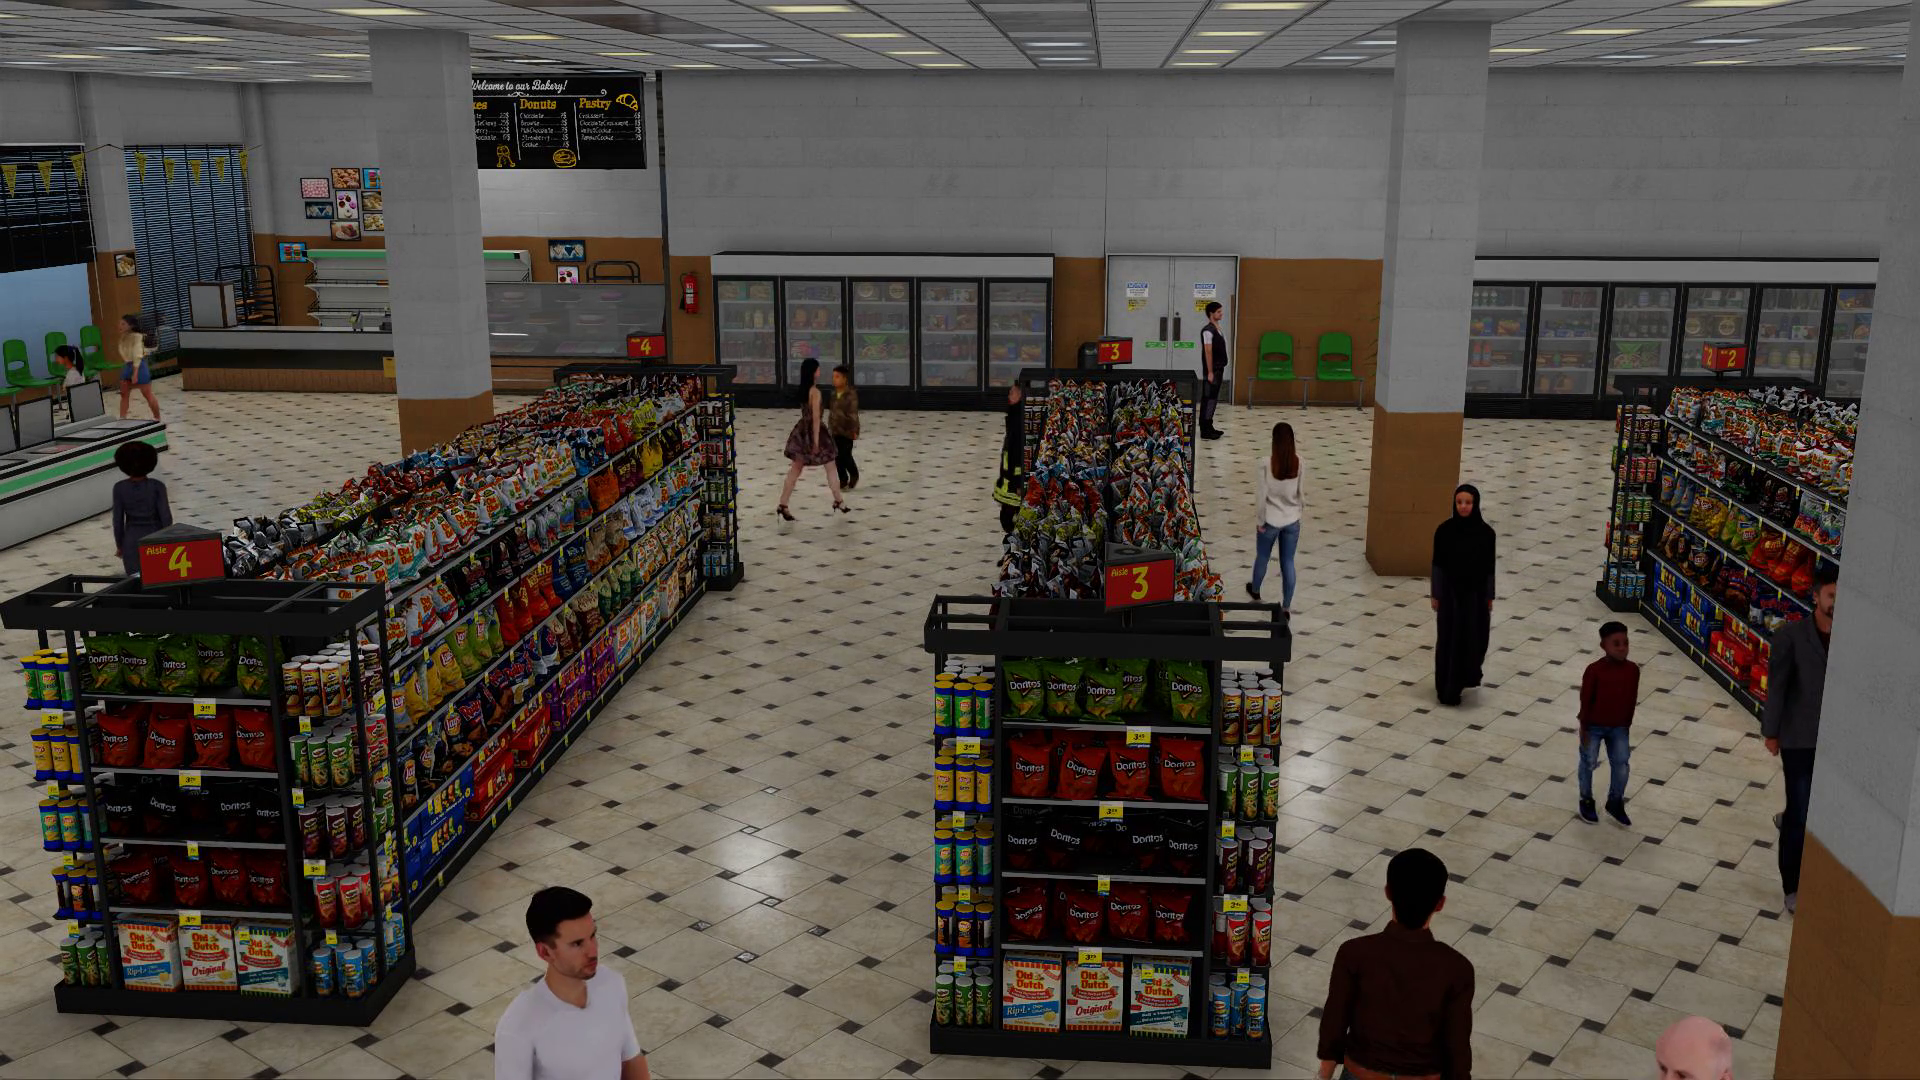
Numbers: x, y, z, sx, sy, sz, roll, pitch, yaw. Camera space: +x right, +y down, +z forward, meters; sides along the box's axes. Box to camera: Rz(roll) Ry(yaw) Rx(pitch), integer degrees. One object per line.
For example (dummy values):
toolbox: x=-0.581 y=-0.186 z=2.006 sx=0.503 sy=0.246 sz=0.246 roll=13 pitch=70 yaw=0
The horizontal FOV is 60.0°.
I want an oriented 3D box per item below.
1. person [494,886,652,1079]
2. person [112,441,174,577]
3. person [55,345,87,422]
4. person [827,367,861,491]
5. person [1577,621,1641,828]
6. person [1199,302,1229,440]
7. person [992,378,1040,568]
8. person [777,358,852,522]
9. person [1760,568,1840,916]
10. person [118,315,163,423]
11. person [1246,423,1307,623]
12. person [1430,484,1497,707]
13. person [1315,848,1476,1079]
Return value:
person: x=-1.273 y=1.934 z=5.208 sx=1.021 sy=1.820 sz=1.131 roll=7 pitch=15 yaw=26
person: x=-6.437 y=0.083 z=13.108 sx=0.771 sy=1.694 sz=0.999 roll=-3 pitch=14 yaw=-12
person: x=-10.398 y=-1.506 z=19.856 sx=0.961 sy=1.602 sz=1.050 roll=-4 pitch=14 yaw=-16
person: x=-1.306 y=-1.290 z=19.301 sx=0.700 sy=1.442 sz=0.734 roll=9 pitch=16 yaw=34
person: x=3.836 y=1.073 z=9.973 sx=0.516 sy=1.248 sz=0.528 roll=0 pitch=14 yaw=1
person: x=3.431 y=-2.320 z=22.689 sx=0.765 sy=1.849 sz=0.598 roll=5 pitch=14 yaw=19
person: x=0.656 y=-0.616 z=15.657 sx=0.792 sy=1.850 sz=0.761 roll=1 pitch=14 yaw=5
person: x=-1.651 y=-1.003 z=17.526 sx=1.150 sy=1.722 sz=1.118 roll=-10 pitch=17 yaw=-36
person: x=4.535 y=1.032 z=8.853 sx=0.709 sy=1.856 sz=0.995 roll=1 pitch=14 yaw=4
person: x=-11.549 y=-2.358 z=23.416 sx=0.946 sy=1.579 sz=1.122 roll=11 pitch=17 yaw=38
person: x=2.735 y=-0.124 z=14.040 sx=0.747 sy=1.657 sz=1.061 roll=-1 pitch=14 yaw=-4
person: x=3.668 y=0.377 z=12.085 sx=0.730 sy=1.605 sz=0.865 roll=5 pitch=15 yaw=20
person: x=1.431 y=1.882 z=5.533 sx=0.693 sy=1.768 sz=0.916 roll=2 pitch=14 yaw=8
